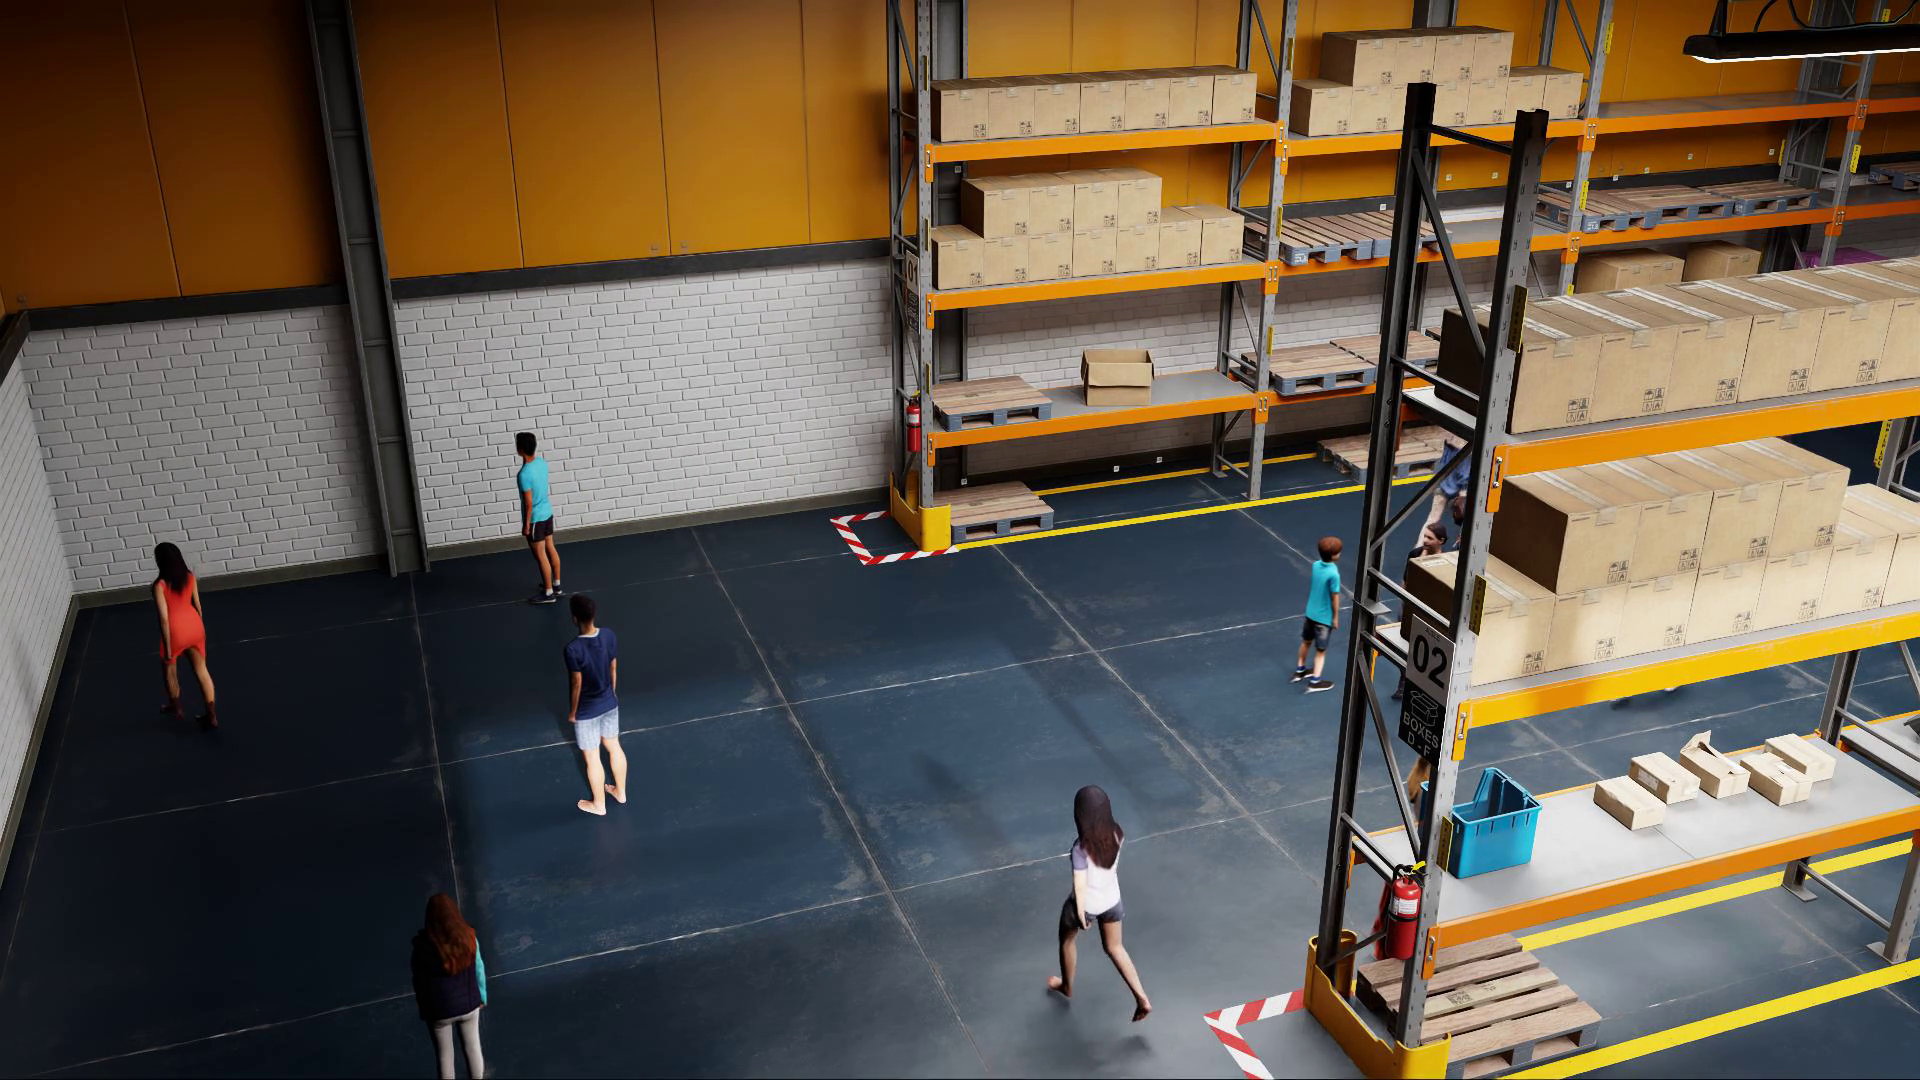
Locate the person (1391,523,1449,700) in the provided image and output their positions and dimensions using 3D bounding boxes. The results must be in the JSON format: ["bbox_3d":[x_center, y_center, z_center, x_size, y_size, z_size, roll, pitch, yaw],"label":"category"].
[{"bbox_3d":[4.070,0.650,14.506,0.729,1.759,0.737,-18,29,-35],"label":"person"}]

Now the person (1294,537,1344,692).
[{"bbox_3d":[3.227,0.641,14.920,0.509,1.444,0.537,-10,26,-23],"label":"person"}]

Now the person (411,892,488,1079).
[{"bbox_3d":[-3.046,2.781,9.959,0.521,1.496,0.640,-11,26,-23],"label":"person"}]

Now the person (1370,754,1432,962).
[{"bbox_3d":[3.068,2.084,11.176,0.748,1.800,0.722,4,24,8],"label":"person"}]

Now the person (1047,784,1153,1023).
[{"bbox_3d":[0.926,2.360,10.696,1.068,1.677,0.889,-18,29,-35],"label":"person"}]

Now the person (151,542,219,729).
[{"bbox_3d":[-6.550,0.844,14.142,0.970,1.696,0.932,13,27,28],"label":"person"}]

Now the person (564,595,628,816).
[{"bbox_3d":[-2.839,1.278,12.963,0.768,1.845,0.664,18,30,36],"label":"person"}]

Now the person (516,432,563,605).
[{"bbox_3d":[-4.183,-0.231,16.500,0.697,1.775,0.687,5,24,11],"label":"person"}]

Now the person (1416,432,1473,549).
[{"bbox_3d":[5.011,-0.470,17.199,1.126,1.654,0.684,-10,26,-22],"label":"person"}]
